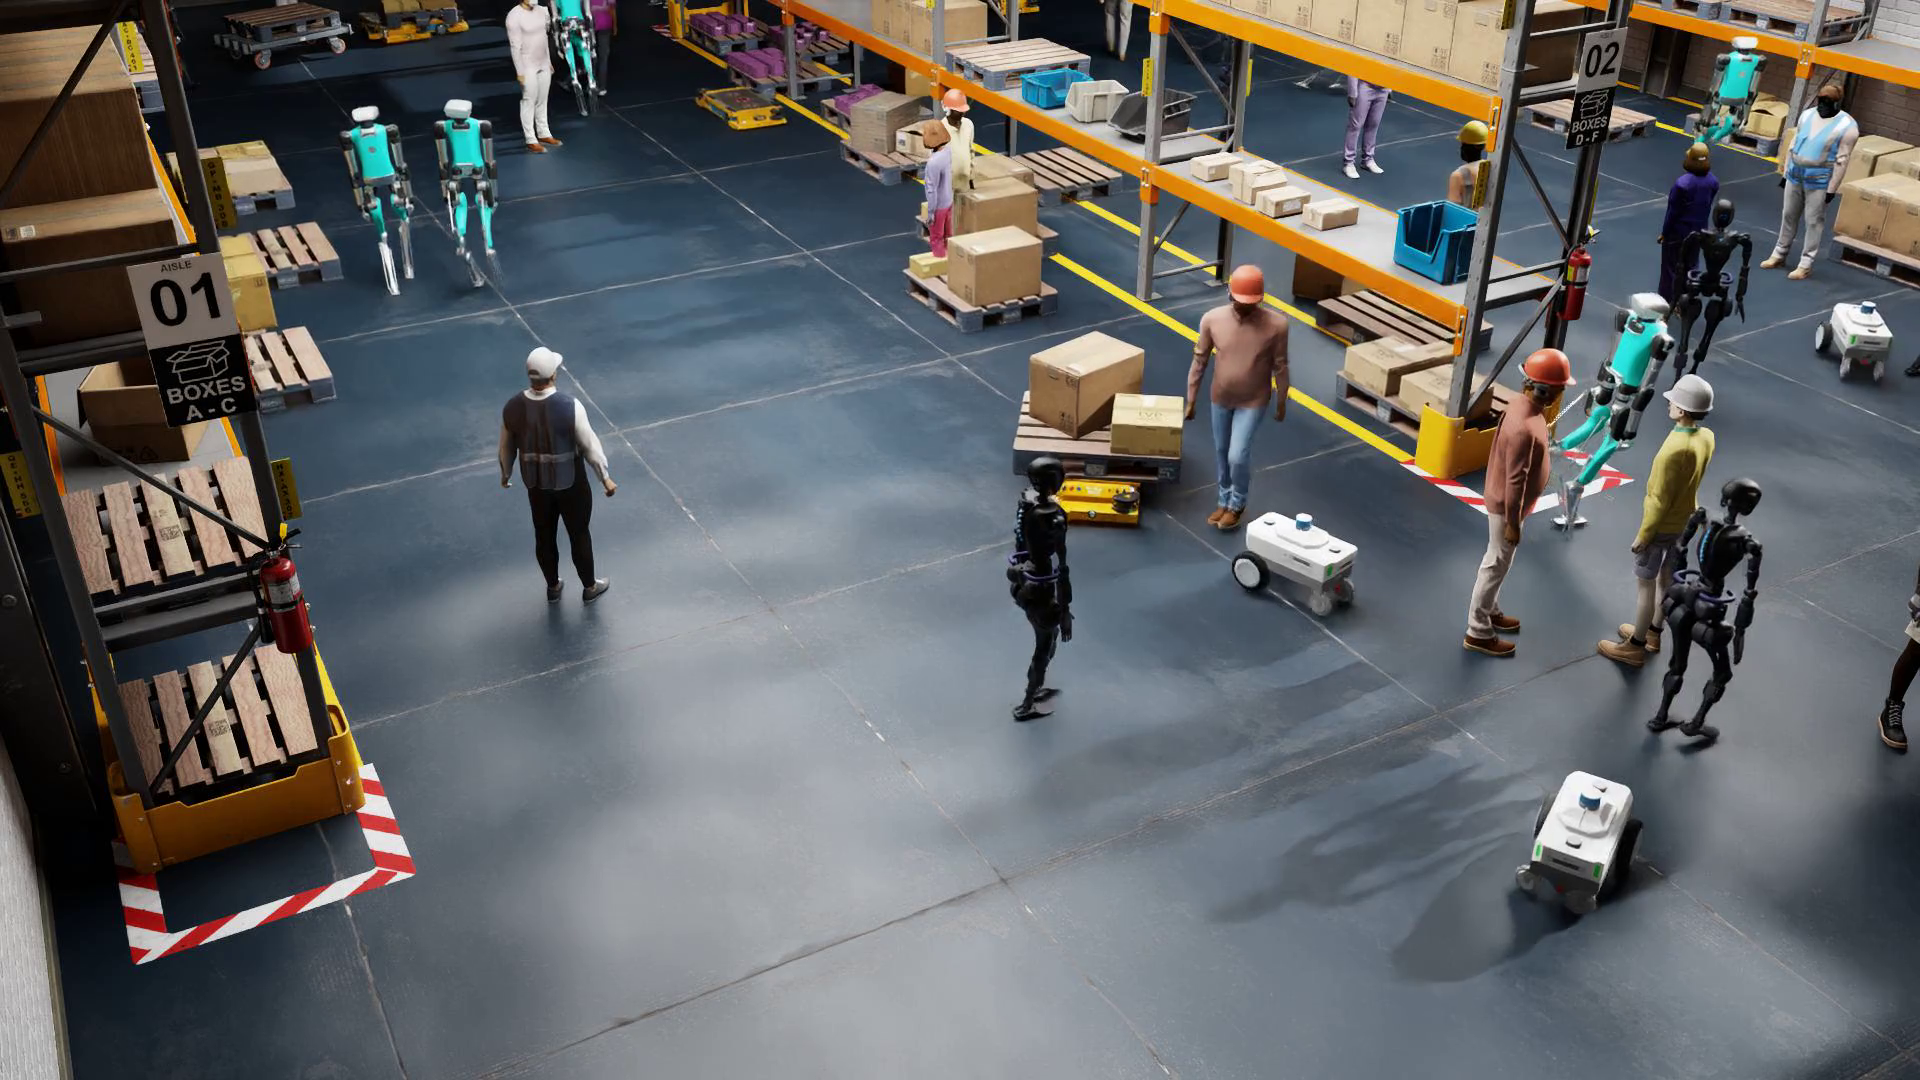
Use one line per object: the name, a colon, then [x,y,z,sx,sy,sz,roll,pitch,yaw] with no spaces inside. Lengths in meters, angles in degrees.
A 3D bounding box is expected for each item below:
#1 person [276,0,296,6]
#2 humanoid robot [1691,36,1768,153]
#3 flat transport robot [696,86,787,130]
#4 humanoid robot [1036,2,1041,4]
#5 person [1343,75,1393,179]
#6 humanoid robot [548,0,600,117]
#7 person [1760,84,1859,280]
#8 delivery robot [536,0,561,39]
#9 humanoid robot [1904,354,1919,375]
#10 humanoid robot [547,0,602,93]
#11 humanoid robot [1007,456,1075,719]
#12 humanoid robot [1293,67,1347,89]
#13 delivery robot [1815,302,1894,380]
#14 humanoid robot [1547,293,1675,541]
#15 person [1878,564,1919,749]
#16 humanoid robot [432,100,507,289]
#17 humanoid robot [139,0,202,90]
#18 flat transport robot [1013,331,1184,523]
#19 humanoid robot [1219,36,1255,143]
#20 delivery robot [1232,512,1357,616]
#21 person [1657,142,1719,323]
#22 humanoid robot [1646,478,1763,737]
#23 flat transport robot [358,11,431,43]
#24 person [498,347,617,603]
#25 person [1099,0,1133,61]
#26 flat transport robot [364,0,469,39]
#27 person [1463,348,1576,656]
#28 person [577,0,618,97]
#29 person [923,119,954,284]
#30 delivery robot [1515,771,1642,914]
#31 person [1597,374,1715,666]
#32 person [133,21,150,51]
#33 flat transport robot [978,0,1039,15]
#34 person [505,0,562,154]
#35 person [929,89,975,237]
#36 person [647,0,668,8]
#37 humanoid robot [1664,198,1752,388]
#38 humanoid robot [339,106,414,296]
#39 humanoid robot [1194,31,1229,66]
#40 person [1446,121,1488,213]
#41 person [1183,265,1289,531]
person: [-10.004,-8.478,24.592,0.429,1.839,0.632,6,30,10]
humanoid robot: [8.152,-4.609,17.993,0.549,1.803,0.922,-1,30,-2]
flat transport robot: [-2.757,-5.431,20.863,0.659,0.231,1.431,-15,33,-24]
humanoid robot: [1.138,-9.354,26.268,0.315,1.654,0.599,-8,31,-14]
person: [4.567,-4.996,18.465,0.642,1.908,0.414,-17,34,-26]
humanoid robot: [-4.723,-6.033,20.518,0.530,1.859,0.713,-9,31,-15]
person: [8.055,-3.404,15.766,0.429,1.836,0.626,-14,33,-23]
delivery robot: [-6.169,-7.586,24.347,0.803,0.614,0.499,-18,35,-29]
humanoid robot: [8.143,-2.042,13.560,0.378,1.646,0.601,-5,30,-9]
humanoid robot: [-4.876,-6.526,21.330,1.010,1.733,0.531,21,36,31]
humanoid robot: [0.474,0.273,9.511,0.390,1.648,0.615,-13,33,-22]
humanoid robot: [4.833,-6.587,21.410,0.941,1.763,0.537,7,31,11]
delivery robot: [7.648,-1.738,14.148,0.499,0.595,0.781,6,30,11]
humanoid robot: [4.316,-0.768,11.386,0.753,1.884,0.545,-6,30,-10]
person: [5.582,0.279,9.222,0.602,1.966,0.368,-1,30,-1]
humanoid robot: [-4.531,-3.090,15.348,0.531,1.835,0.639,-3,30,-5]
humanoid robot: [-10.362,-6.637,21.579,0.763,1.621,0.590,13,32,22]
flat transport robot: [1.029,-0.554,12.374,0.659,0.231,1.431,4,30,7]
humanoid robot: [3.149,-5.265,19.169,0.407,1.645,0.596,17,34,27]
delivery robot: [2.225,0.106,10.931,0.499,0.587,0.789,-26,39,-38]
person: [6.430,-2.739,14.815,0.459,1.621,0.349,-10,31,-16]
humanoid robot: [4.178,0.376,9.347,0.323,1.651,0.612,-12,32,-20]
flat transport robot: [-8.425,-7.645,24.718,0.659,0.231,1.431,-19,35,-29]
person: [-2.583,-0.396,10.602,0.756,1.758,0.448,3,30,6]
person: [2.240,-7.674,23.162,0.606,1.867,0.727,1,30,2]
flat transport robot: [-8.102,-7.677,24.774,1.431,0.231,0.659,-12,32,-19]
person: [3.382,-0.236,10.103,0.403,1.986,0.616,11,32,18]
person: [-4.663,-6.653,21.424,0.546,1.824,0.474,-1,30,-2]
person: [-0.211,-3.089,15.427,0.285,1.628,0.497,9,31,15]
delivery robot: [3.167,1.504,8.479,0.505,0.569,0.741,17,34,27]
person: [4.229,-0.103,9.964,0.471,1.892,0.385,-23,37,-34]
person: [-11.123,-7.195,22.301,0.461,1.908,0.605,4,30,8]
flat transport robot: [0.660,-8.555,26.303,0.659,0.231,1.431,-12,32,-19]
person: [-4.948,-5.495,19.300,0.363,1.938,0.630,13,32,22]
person: [-0.060,-3.454,15.939,0.560,1.743,0.342,-24,38,-36]
person: [-4.735,-9.251,26.022,0.567,1.751,0.328,17,34,27]
humanoid robot: [6.033,-1.928,13.375,0.612,1.638,0.680,6,30,11]
humanoid robot: [-5.406,-3.232,15.591,0.560,1.791,0.880,-9,31,-15]
humanoid robot: [3.536,-7.321,22.756,0.537,1.641,0.608,13,32,21]
person: [4.339,-2.661,14.379,0.602,1.925,0.382,-20,36,-31]
person: [1.876,-0.956,11.368,0.659,1.967,0.505,15,33,24]
